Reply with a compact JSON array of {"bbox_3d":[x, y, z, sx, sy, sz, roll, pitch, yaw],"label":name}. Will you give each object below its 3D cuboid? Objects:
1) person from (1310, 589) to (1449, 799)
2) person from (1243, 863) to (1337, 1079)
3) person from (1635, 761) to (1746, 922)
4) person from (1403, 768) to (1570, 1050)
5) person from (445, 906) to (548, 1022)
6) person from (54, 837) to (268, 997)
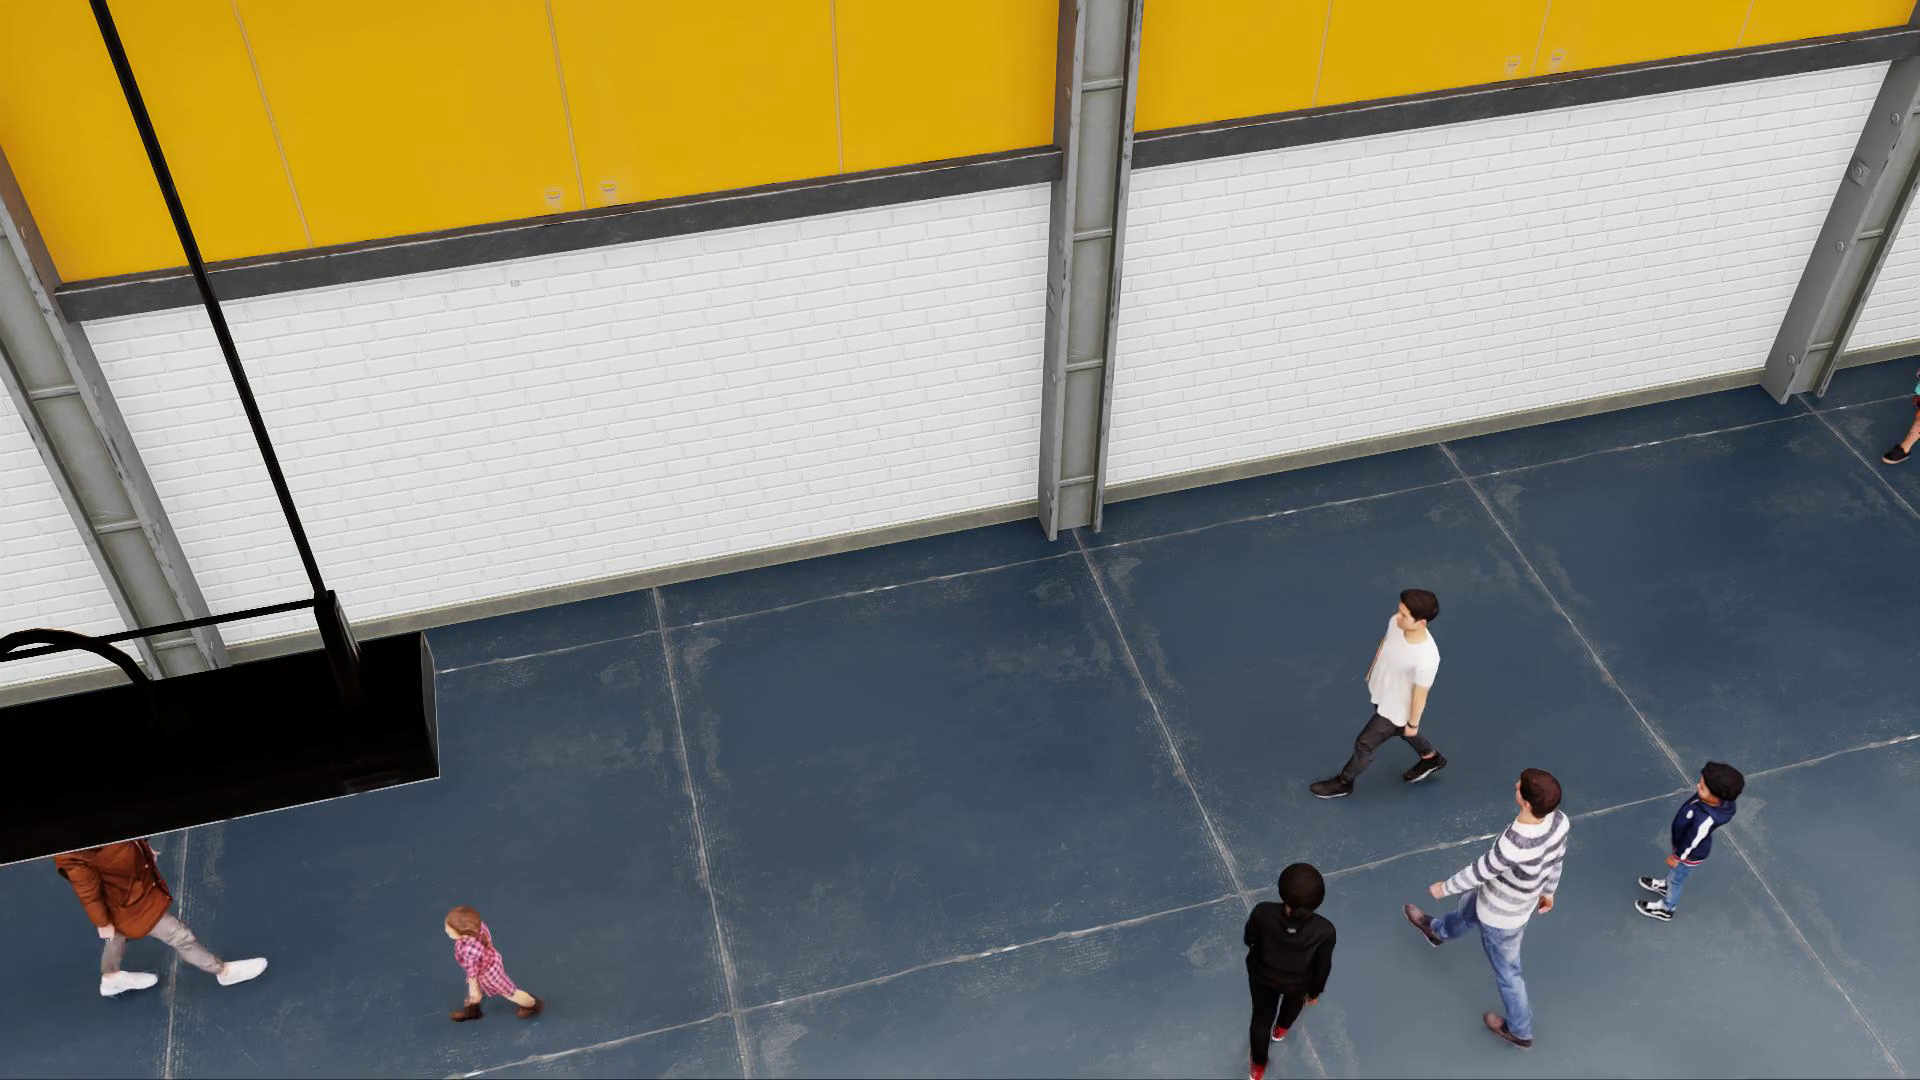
[{"bbox_3d":[2.624,0.914,9.735,1.126,1.689,0.762,-4,44,-4],"label":"person"},{"bbox_3d":[1.606,2.238,8.368,0.834,1.657,0.864,12,45,12],"label":"person"},{"bbox_3d":[4.090,1.672,9.278,0.646,1.222,0.597,17,46,17],"label":"person"},{"bbox_3d":[2.891,1.946,8.577,1.242,1.792,1.083,-32,52,-29],"label":"person"},{"bbox_3d":[-2.475,2.265,8.810,0.748,1.009,0.462,-7,44,-7],"label":"person"},{"bbox_3d":[-4.433,1.857,8.668,1.109,1.796,0.736,-12,45,-12],"label":"person"}]
